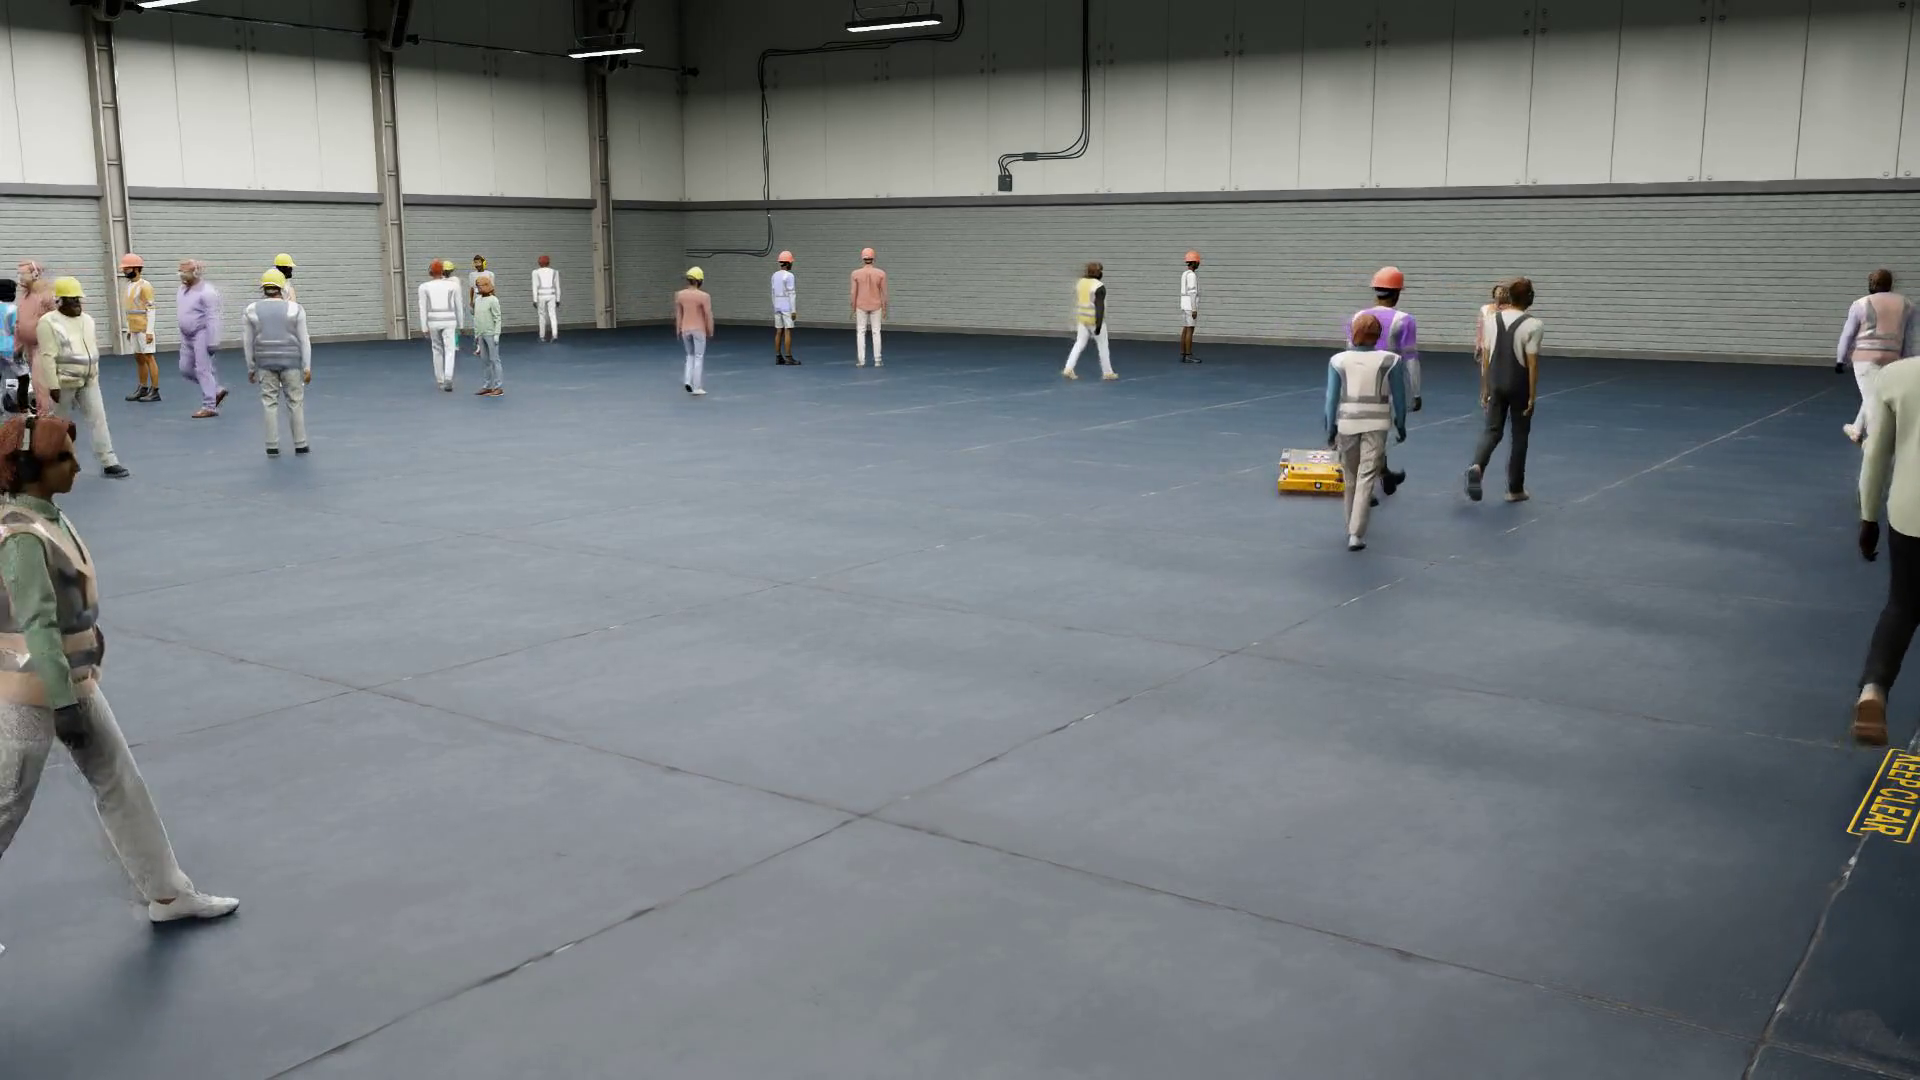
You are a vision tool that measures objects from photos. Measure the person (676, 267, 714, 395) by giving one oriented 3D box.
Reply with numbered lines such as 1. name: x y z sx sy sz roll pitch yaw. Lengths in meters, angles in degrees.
1. person: -3.621 -2.857 22.800 0.543 1.750 0.397 4 11 21

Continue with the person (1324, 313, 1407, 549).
1. person: 2.807 -0.759 11.501 0.518 1.592 0.867 5 11 28

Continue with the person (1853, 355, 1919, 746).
1. person: 3.904 -0.079 6.611 0.564 1.981 0.628 -9 14 -43

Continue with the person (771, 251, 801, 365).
1. person: -2.976 -3.950 28.398 0.377 1.938 0.547 -10 14 -43

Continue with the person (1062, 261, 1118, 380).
1. person: 1.983 -3.328 25.296 0.932 1.809 0.617 -8 13 -37

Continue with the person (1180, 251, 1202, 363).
1. person: 4.021 -4.045 28.922 0.351 1.942 0.547 -1 10 -8

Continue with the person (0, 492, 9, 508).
1. person: -7.249 -0.965 11.877 0.952 1.860 0.679 -3 11 -15

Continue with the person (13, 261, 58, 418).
1. person: -10.107 -2.094 18.161 0.673 1.880 0.722 6 12 30

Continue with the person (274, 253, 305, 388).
1. person: -9.693 -3.149 23.942 0.367 1.926 0.594 -2 10 -11

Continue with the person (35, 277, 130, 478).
1. person: -7.902 -1.439 14.778 0.943 1.785 0.610 4 11 22

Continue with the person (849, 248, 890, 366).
1. person: -1.512 -3.913 28.076 0.722 1.983 0.487 -1 10 -7

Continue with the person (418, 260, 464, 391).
1. person: -7.338 -3.031 23.538 0.576 1.848 0.925 -2 10 -12

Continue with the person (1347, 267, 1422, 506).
1. person: 3.418 -1.226 13.298 0.560 1.878 1.017 9 14 43

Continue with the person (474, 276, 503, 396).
1. person: -6.455 -2.780 22.703 0.504 1.631 0.279 8 13 38

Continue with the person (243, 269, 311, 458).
1. person: -6.615 -1.713 16.175 0.599 1.829 0.404 -2 10 -12

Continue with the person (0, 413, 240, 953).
1. person: -2.673 0.428 4.845 0.870 1.594 0.534 -3 11 -18

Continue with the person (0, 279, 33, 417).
1. person: -11.029 -2.163 19.184 0.562 1.668 0.507 3 11 16

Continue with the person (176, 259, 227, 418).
1. person: -9.086 -2.409 19.907 0.671 1.887 0.496 7 12 33

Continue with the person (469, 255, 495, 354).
1. person: -8.932 -4.393 31.113 0.503 1.860 0.311 1 10 6

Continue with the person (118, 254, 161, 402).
1. person: -10.776 -2.776 21.823 0.543 1.939 0.370 7 12 36

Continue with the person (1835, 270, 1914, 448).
1. person: 9.264 -1.845 16.985 0.659 1.798 0.919 0 10 -3

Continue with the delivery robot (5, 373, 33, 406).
1. delivery robot: -11.354 -1.898 20.520 0.477 0.478 0.707 5 12 28

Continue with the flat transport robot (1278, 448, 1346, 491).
1. flat transport robot: 3.111 -0.617 14.403 0.652 0.197 1.431 2 10 12

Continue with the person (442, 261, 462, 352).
1. person: -9.761 -4.437 31.672 0.566 1.736 0.547 7 12 33

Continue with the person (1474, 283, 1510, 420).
1. person: 6.384 -2.230 19.656 0.505 1.618 0.705 9 13 41

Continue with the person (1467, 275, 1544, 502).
1. person: 4.340 -1.180 13.208 0.525 1.831 0.723 10 14 44

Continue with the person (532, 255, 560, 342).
1. person: -8.699 -5.085 35.047 0.594 1.846 0.979 -5 11 -28
